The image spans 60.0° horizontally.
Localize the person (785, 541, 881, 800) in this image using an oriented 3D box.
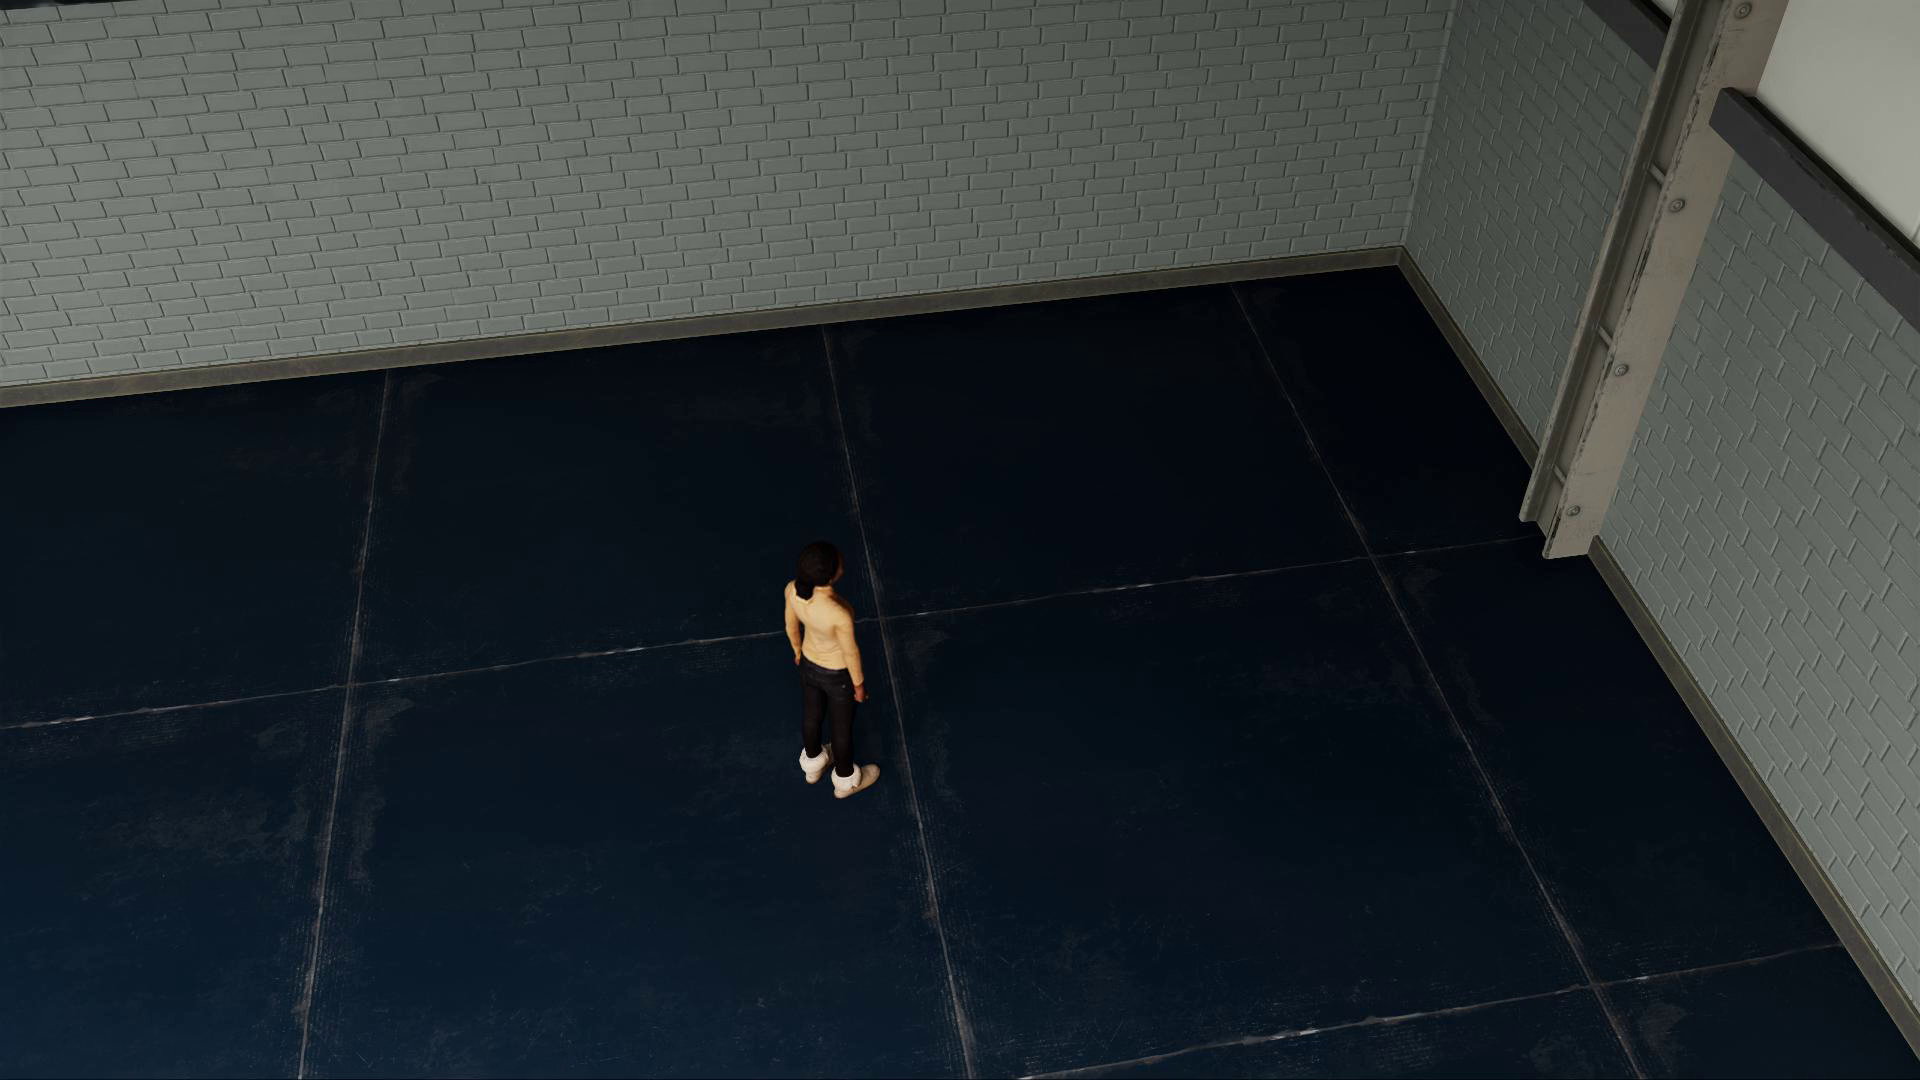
[{"bbox_3d":[-0.663,0.640,8.265,0.677,1.659,0.743,27,49,26],"label":"person"}]
